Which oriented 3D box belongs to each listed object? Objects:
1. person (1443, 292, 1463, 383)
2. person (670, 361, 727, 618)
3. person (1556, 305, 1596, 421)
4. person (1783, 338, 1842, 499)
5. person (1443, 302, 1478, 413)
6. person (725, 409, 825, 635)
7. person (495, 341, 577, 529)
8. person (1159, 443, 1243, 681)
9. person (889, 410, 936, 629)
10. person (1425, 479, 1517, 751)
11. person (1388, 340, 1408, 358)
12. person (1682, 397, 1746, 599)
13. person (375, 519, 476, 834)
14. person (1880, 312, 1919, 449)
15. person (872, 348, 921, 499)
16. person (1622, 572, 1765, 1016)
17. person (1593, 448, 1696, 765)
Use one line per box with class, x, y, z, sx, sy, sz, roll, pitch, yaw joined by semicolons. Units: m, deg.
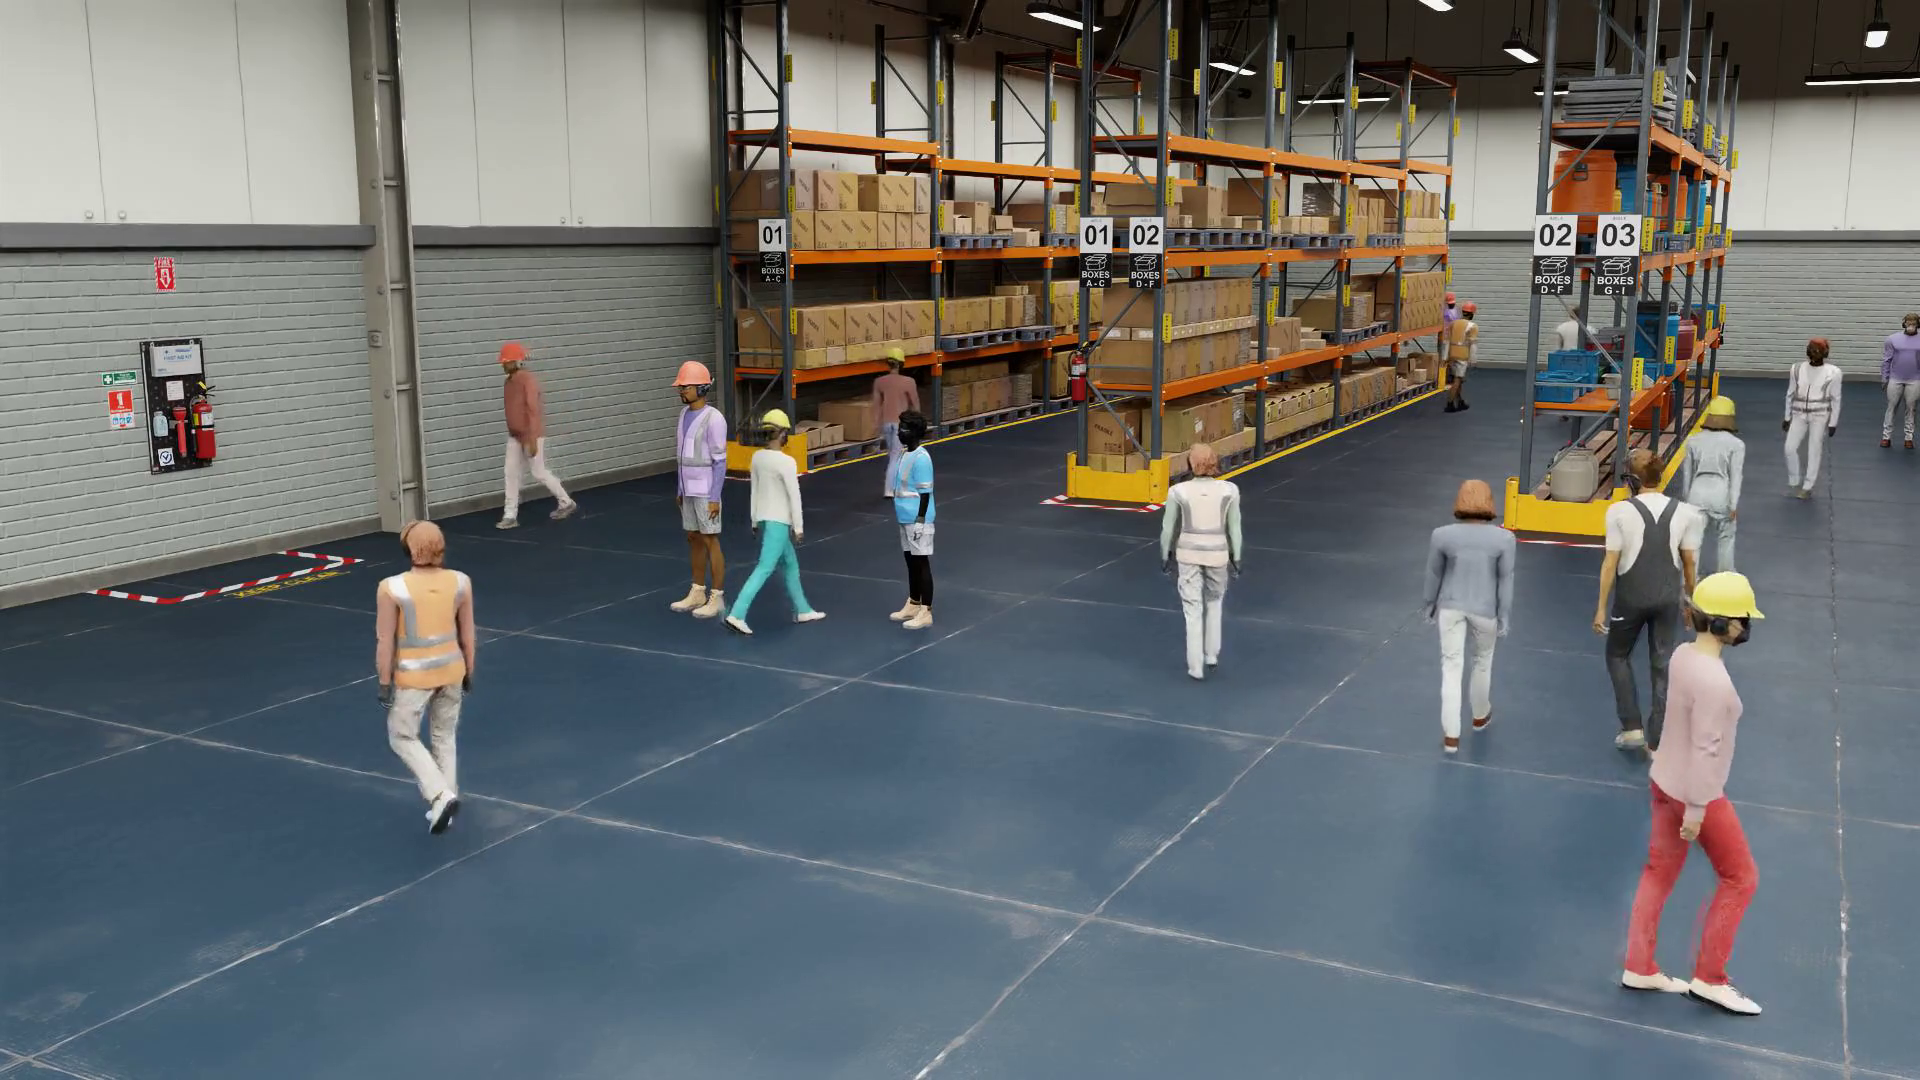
person;10.071;-4.135;34.047;0.458;1.885;0.571;7;13;35
person;-2.092;-0.399;13.259;0.375;2.044;0.604;-9;13;-39
person;10.110;-2.904;27.350;0.646;1.887;1.016;7;12;33
person;9.737;-1.381;19.082;0.621;1.866;0.544;10;15;44
person;8.670;-3.145;28.630;0.861;1.892;0.559;-7;13;-35
person;-1.450;-0.144;12.781;0.937;1.713;0.547;-8;13;-38
person;-4.484;-1.110;17.405;0.617;1.957;0.887;9;13;39
person;1.649;0.134;11.484;0.554;1.613;0.616;0;10;0
person;-0.363;-0.164;12.921;0.317;1.696;0.537;-4;11;-19
person;3.054;0.423;9.994;0.509;1.587;0.768;4;11;20
person;9.042;-4.181;34.383;0.534;1.852;0.718;-2;11;-13
person;6.273;-0.331;13.816;0.498;1.707;0.840;9;14;41
person;-2.656;0.704;8.378;0.528;1.622;0.462;-10;14;-44
person;13.515;-2.276;23.778;0.632;1.940;0.372;6;12;29
person;-0.711;-1.371;19.430;0.526;1.724;0.894;5;11;25
person;2.955;0.983;6.539;0.613;1.747;0.528;1;10;4
person;3.967;0.381;9.621;0.619;1.812;0.535;0;10;2
